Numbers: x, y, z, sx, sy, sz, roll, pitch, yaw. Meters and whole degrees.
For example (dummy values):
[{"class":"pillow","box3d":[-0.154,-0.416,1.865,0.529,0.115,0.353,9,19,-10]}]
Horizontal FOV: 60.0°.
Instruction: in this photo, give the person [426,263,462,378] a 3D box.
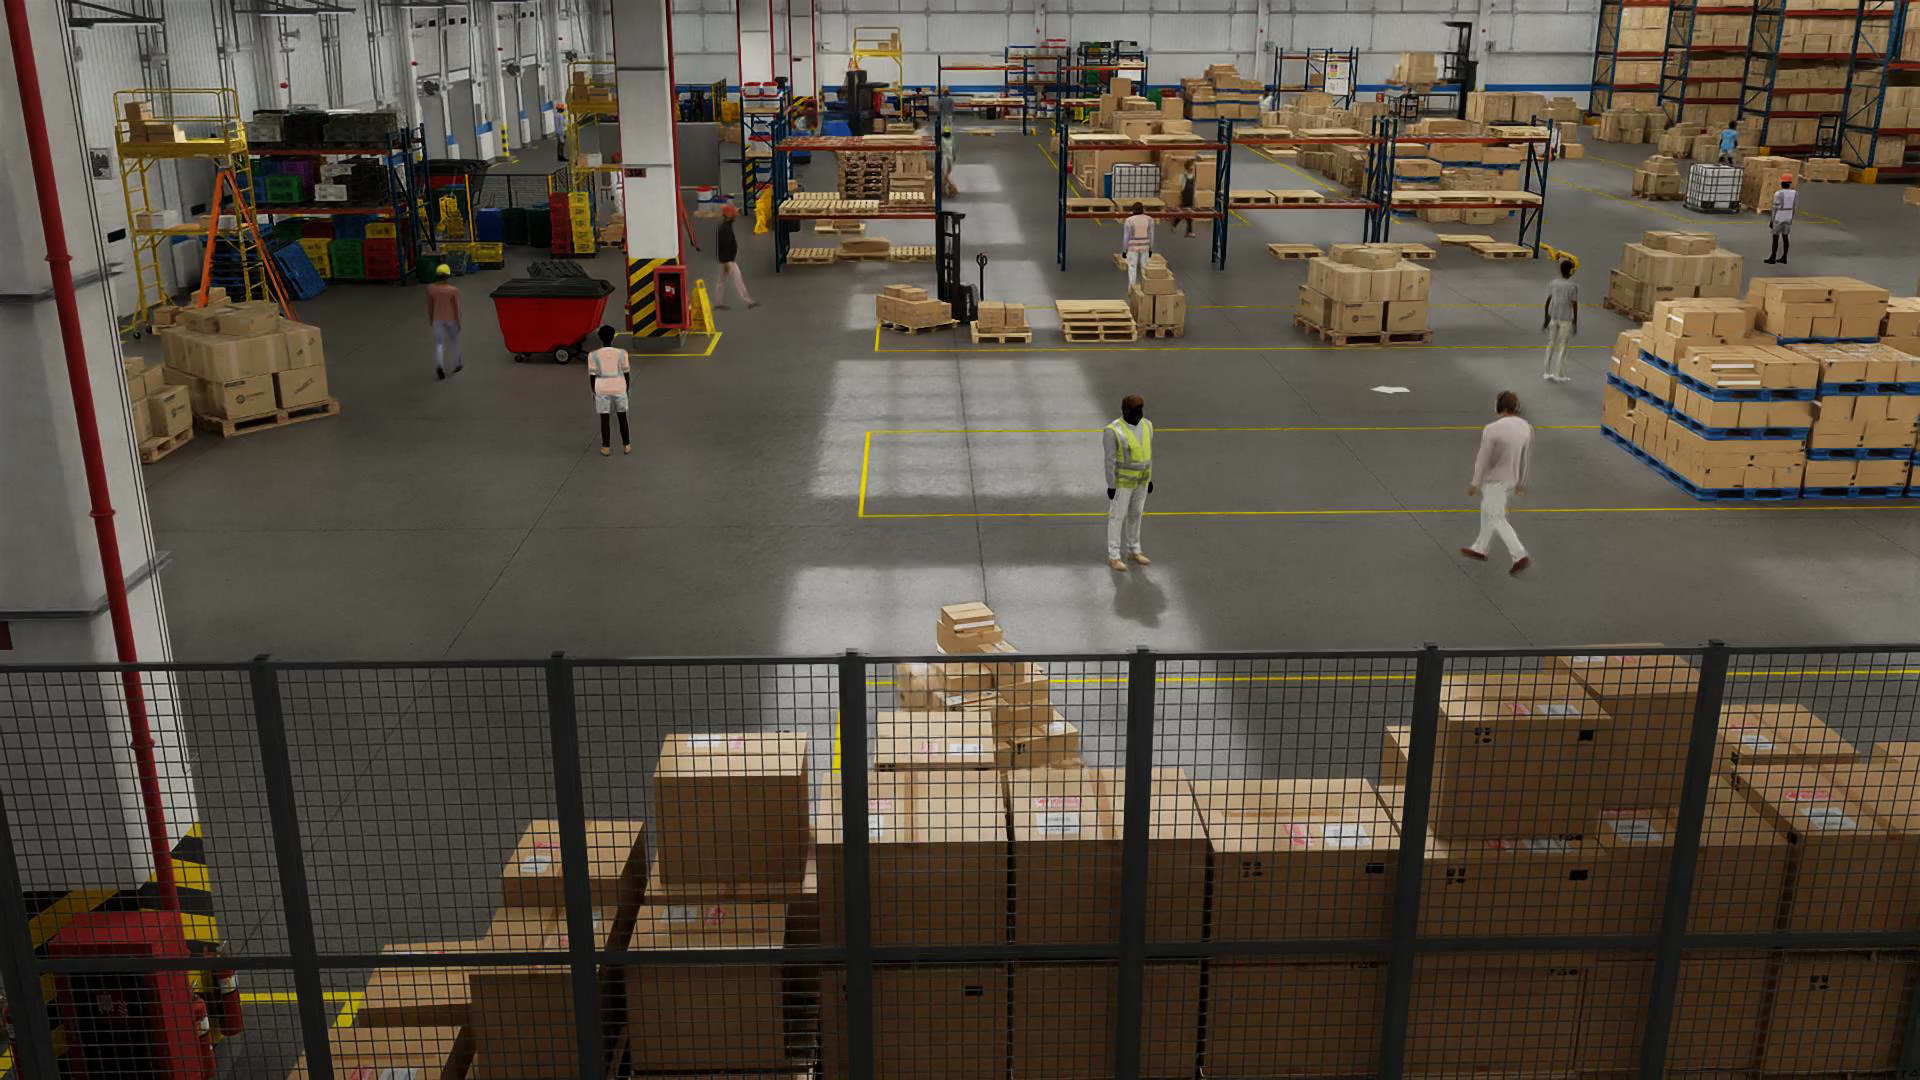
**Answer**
[{"class":"person","box3d":[-7.963,-3.391,25.690,0.523,1.736,0.824,-2,19,-5]}]

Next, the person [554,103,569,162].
[{"class":"person","box3d":[-13.477,-13.781,56.225,0.376,1.928,0.544,-13,23,-34]}]

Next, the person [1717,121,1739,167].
[{"class":"person","box3d":[24.116,-12.307,52.247,0.347,1.657,0.602,-17,25,-41]}]

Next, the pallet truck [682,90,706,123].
[{"class":"pallet truck","box3d":[-9.671,-15.907,62.421,0.823,1.965,1.885,5,19,15]}]

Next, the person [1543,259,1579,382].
[{"class":"person","box3d":[9.174,-3.352,25.381,0.306,1.865,0.532,-18,25,-42]}]

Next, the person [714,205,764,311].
[{"class":"person","box3d":[-4.137,-5.200,30.717,0.962,1.950,0.647,-4,19,-12]}]

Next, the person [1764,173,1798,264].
[{"class":"person","box3d":[17.742,-6.938,35.929,0.542,1.928,0.399,-4,19,-11]}]

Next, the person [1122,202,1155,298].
[{"class":"person","box3d":[3.422,-5.589,32.063,0.620,1.838,0.429,-4,19,-13]}]

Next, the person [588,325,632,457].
[{"class":"person","box3d":[-4.492,-1.915,21.374,0.537,1.695,0.321,-5,19,-16]}]

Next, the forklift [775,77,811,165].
[{"class":"forklift","box3d":[-5.920,-13.893,55.085,1.873,2.768,1.129,-1,19,-1]}]

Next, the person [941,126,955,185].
[{"class":"person","box3d":[-0.403,-11.540,49.881,0.494,1.725,0.483,-7,20,-19]}]

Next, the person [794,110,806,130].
[{"class":"person","box3d":[-5.585,-13.975,57.272,0.757,1.606,0.542,-13,23,-34]}]

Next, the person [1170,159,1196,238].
[{"class":"person","box3d":[5.371,-8.145,39.647,0.524,1.833,0.612,-15,24,-38]}]

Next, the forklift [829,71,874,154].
[{"class":"forklift","box3d":[-3.629,-15.158,58.838,1.873,2.768,1.129,9,21,25]}]

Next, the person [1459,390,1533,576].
[{"class":"person","box3d":[5.629,-0.601,17.160,0.630,1.908,0.941,-13,23,-33]}]

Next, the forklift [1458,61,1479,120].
[{"class":"forklift","box3d":[20.149,-17.581,66.025,1.873,2.768,1.129,-1,19,-2]}]

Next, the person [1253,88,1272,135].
[{"class":"person","box3d":[11.856,-16.727,65.058,0.625,1.871,0.748,15,24,38]}]

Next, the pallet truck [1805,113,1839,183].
[{"class":"pallet truck","box3d":[26.403,-11.957,50.702,0.823,1.965,1.885,6,19,16]}]

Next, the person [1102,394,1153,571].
[{"class":"person","box3d":[1.769,-0.608,17.272,0.626,1.846,0.429,-13,23,-35]}]

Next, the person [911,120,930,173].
[{"class":"person","box3d":[-1.165,-11.544,49.604,0.595,1.919,0.662,16,24,40]}]

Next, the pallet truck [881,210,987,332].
[{"class":"pallet truck","box3d":[-0.493,-4.759,29.349,1.885,1.965,0.823,-13,23,-34]}]

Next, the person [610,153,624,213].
[{"class":"person","box3d":[-8.342,-8.470,40.535,0.356,1.885,0.574,5,19,14]}]

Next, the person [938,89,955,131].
[{"class":"person","box3d":[-0.510,-16.158,63.266,0.649,1.929,0.444,5,19,16]}]
